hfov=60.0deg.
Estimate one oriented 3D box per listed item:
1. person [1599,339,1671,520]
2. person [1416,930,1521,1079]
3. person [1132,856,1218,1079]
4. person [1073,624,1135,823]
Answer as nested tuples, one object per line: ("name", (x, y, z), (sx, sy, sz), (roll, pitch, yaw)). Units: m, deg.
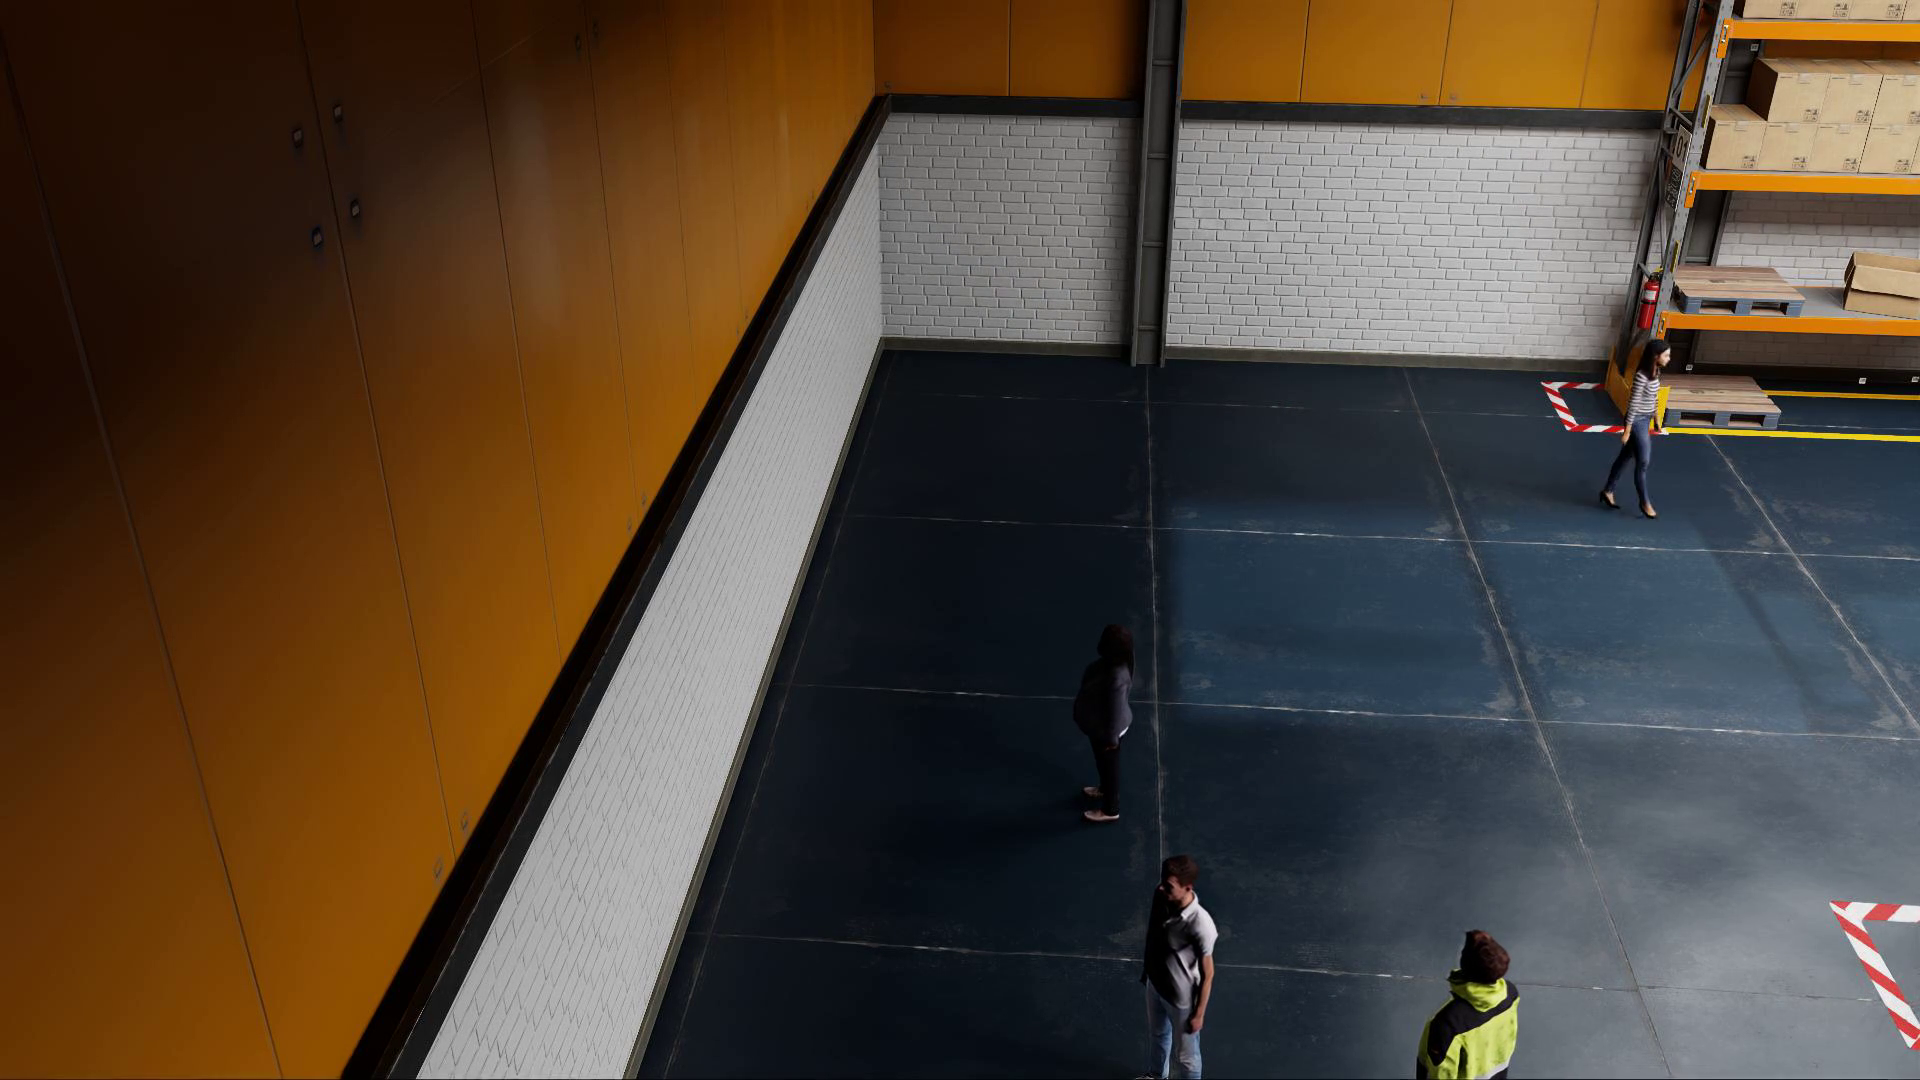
("person", (6.438, -1.099, 16.004), (0.990, 1.773, 0.877), (20, 35, 33))
("person", (2.585, 2.823, 8.595), (0.850, 1.983, 0.921), (-20, 35, -32))
("person", (1.209, 2.507, 9.313), (0.750, 1.850, 0.732), (-16, 32, -27))
("person", (1.065, 1.285, 11.819), (0.644, 1.595, 0.663), (4, 29, 8))
